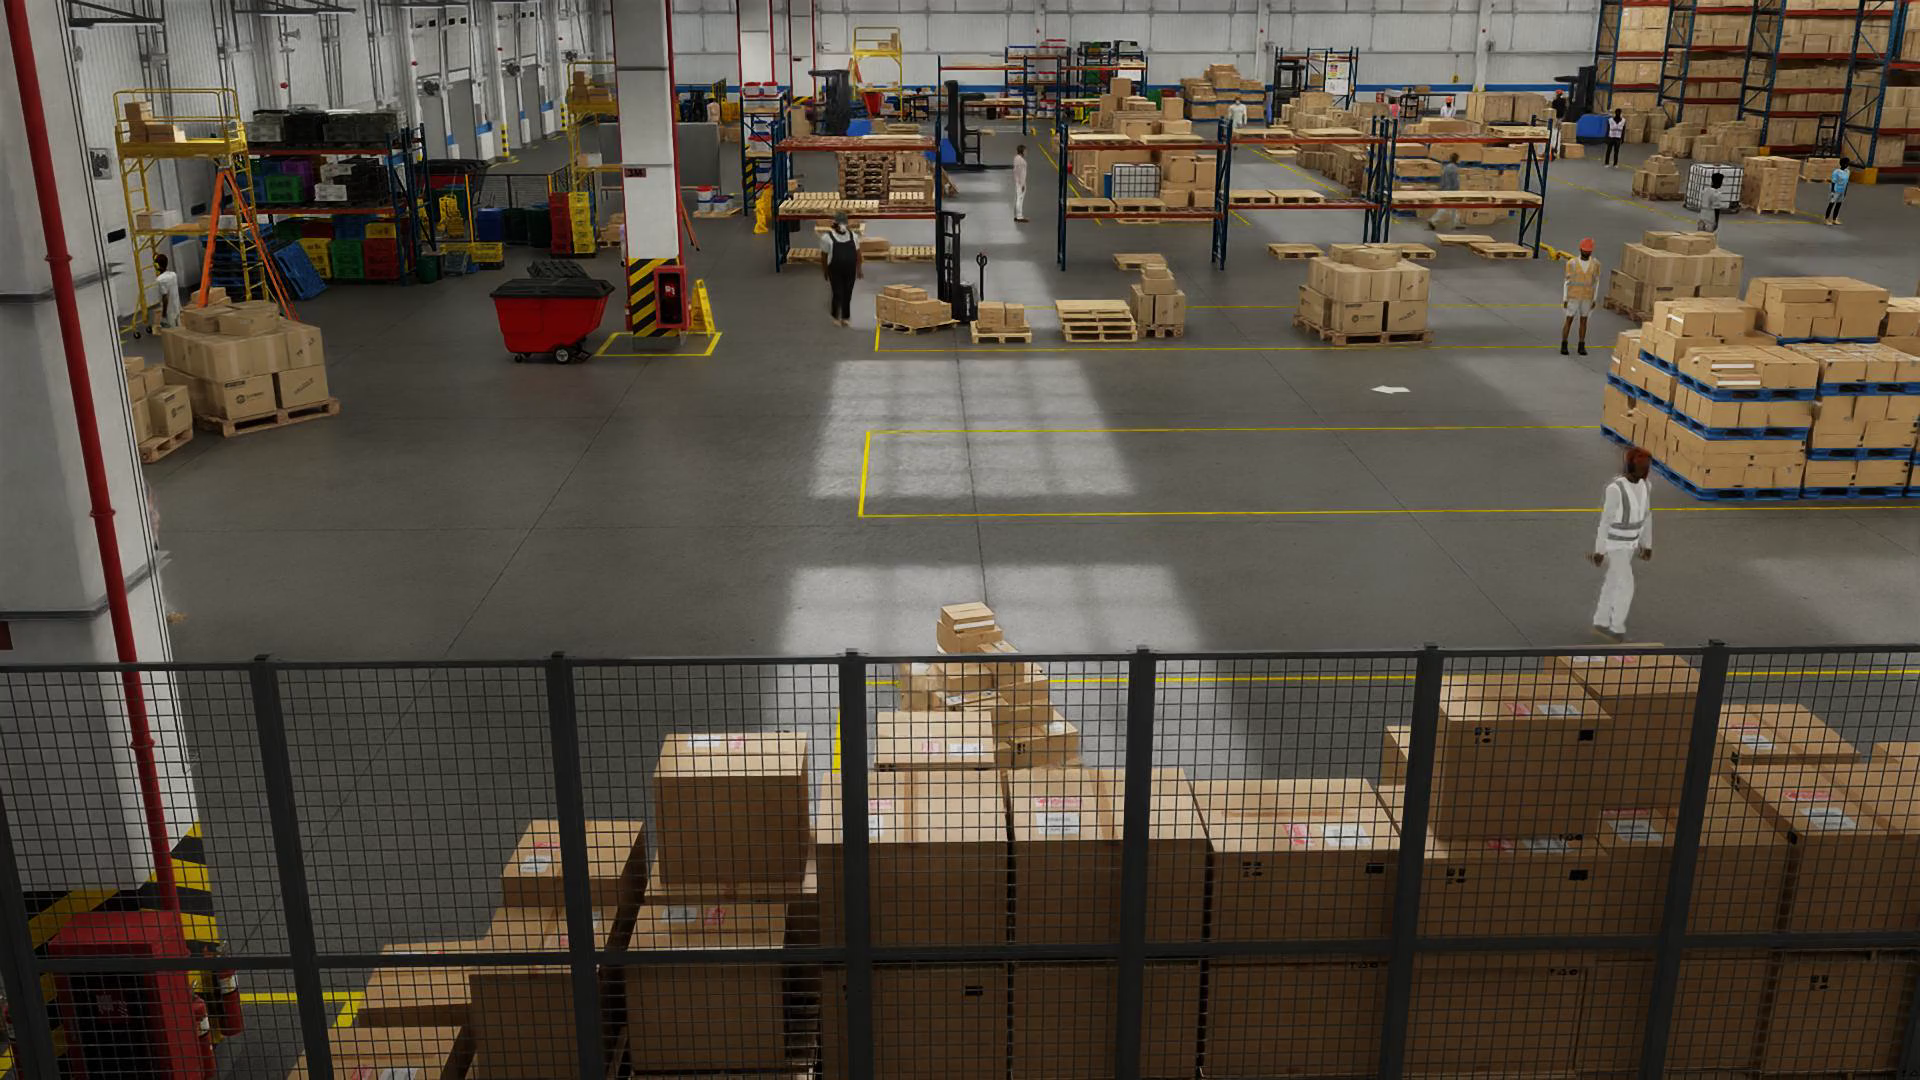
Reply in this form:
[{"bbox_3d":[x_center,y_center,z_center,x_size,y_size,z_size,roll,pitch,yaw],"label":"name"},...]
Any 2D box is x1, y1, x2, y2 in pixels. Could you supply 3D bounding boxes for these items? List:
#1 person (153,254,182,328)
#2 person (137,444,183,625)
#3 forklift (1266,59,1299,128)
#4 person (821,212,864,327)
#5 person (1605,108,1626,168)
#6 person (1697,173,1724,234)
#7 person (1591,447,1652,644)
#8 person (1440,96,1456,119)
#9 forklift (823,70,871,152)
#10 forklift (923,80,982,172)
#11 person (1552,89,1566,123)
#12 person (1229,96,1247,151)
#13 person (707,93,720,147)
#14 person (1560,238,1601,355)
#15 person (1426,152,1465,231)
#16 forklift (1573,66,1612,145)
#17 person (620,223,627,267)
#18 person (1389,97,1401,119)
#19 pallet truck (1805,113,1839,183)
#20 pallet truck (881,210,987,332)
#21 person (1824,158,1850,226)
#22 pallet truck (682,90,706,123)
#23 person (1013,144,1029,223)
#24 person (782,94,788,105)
[{"bbox_3d":[-12.315,-3.531,25.921,0.332,1.861,0.520,1,19,2],"label":"person"},{"bbox_3d":[-7.760,-0.064,15.677,0.634,1.841,0.429,12,22,31],"label":"person"},{"bbox_3d":[13.179,-18.071,67.481,1.129,2.768,1.873,0,19,-1],"label":"forklift"},{"bbox_3d":[-2.040,-4.773,29.323,0.691,2.000,0.598,-9,21,-25],"label":"person"},{"bbox_3d":[21.346,-13.097,54.227,0.594,1.911,0.386,2,19,6],"label":"person"},{"bbox_3d":[16.147,-6.923,35.841,0.383,1.957,0.606,-3,19,-10],"label":"person"},{"bbox_3d":[6.151,0.077,15.204,0.615,1.862,0.677,-14,23,-35],"label":"person"},{"bbox_3d":[17.369,-14.815,59.278,0.547,1.934,0.376,8,20,21],"label":"person"},{"bbox_3d":[-4.238,-15.375,59.482,1.873,2.768,1.129,-10,21,-26],"label":"forklift"},{"bbox_3d":[-0.248,-13.248,53.171,1.873,2.768,1.129,-1,19,-1],"label":"forklift"},{"bbox_3d":[22.358,-15.860,62.283,0.611,1.996,0.379,-8,20,-21],"label":"person"},{"bbox_3d":[10.011,-15.075,60.124,0.637,1.903,0.996,-1,19,-2],"label":"person"},{"bbox_3d":[-9.040,-15.359,60.904,0.368,1.928,0.585,14,23,36],"label":"person"},{"bbox_3d":[10.117,-3.961,27.099,0.542,1.928,0.400,2,19,6],"label":"person"},{"bbox_3d":[11.919,-8.501,40.614,0.974,1.911,0.634,0,19,-1],"label":"person"},{"bbox_3d":[23.293,-16.232,62.025,1.873,2.768,1.129,17,25,41],"label":"forklift"},{"bbox_3d":[-6.102,-5.335,31.164,0.586,1.928,0.369,-16,24,-39],"label":"person"},{"bbox_3d":[15.661,-15.147,60.411,0.634,1.839,0.429,-8,20,-23],"label":"person"},{"bbox_3d":[26.403,-11.957,50.702,0.823,1.965,1.885,6,19,16],"label":"pallet truck"},{"bbox_3d":[-0.493,-4.759,29.349,1.885,1.965,0.823,-13,23,-34],"label":"pallet truck"},{"bbox_3d":[21.910,-8.689,41.485,0.533,1.691,0.322,-8,20,-22],"label":"person"},{"bbox_3d":[-9.671,-15.907,62.421,0.823,1.965,1.885,5,19,15],"label":"pallet truck"},{"bbox_3d":[1.532,-9.008,42.047,0.372,1.940,0.631,-4,19,-11],"label":"person"},{"bbox_3d":[-6.820,-16.541,64.774,0.540,1.680,0.464,-7,20,-19],"label":"person"}]
